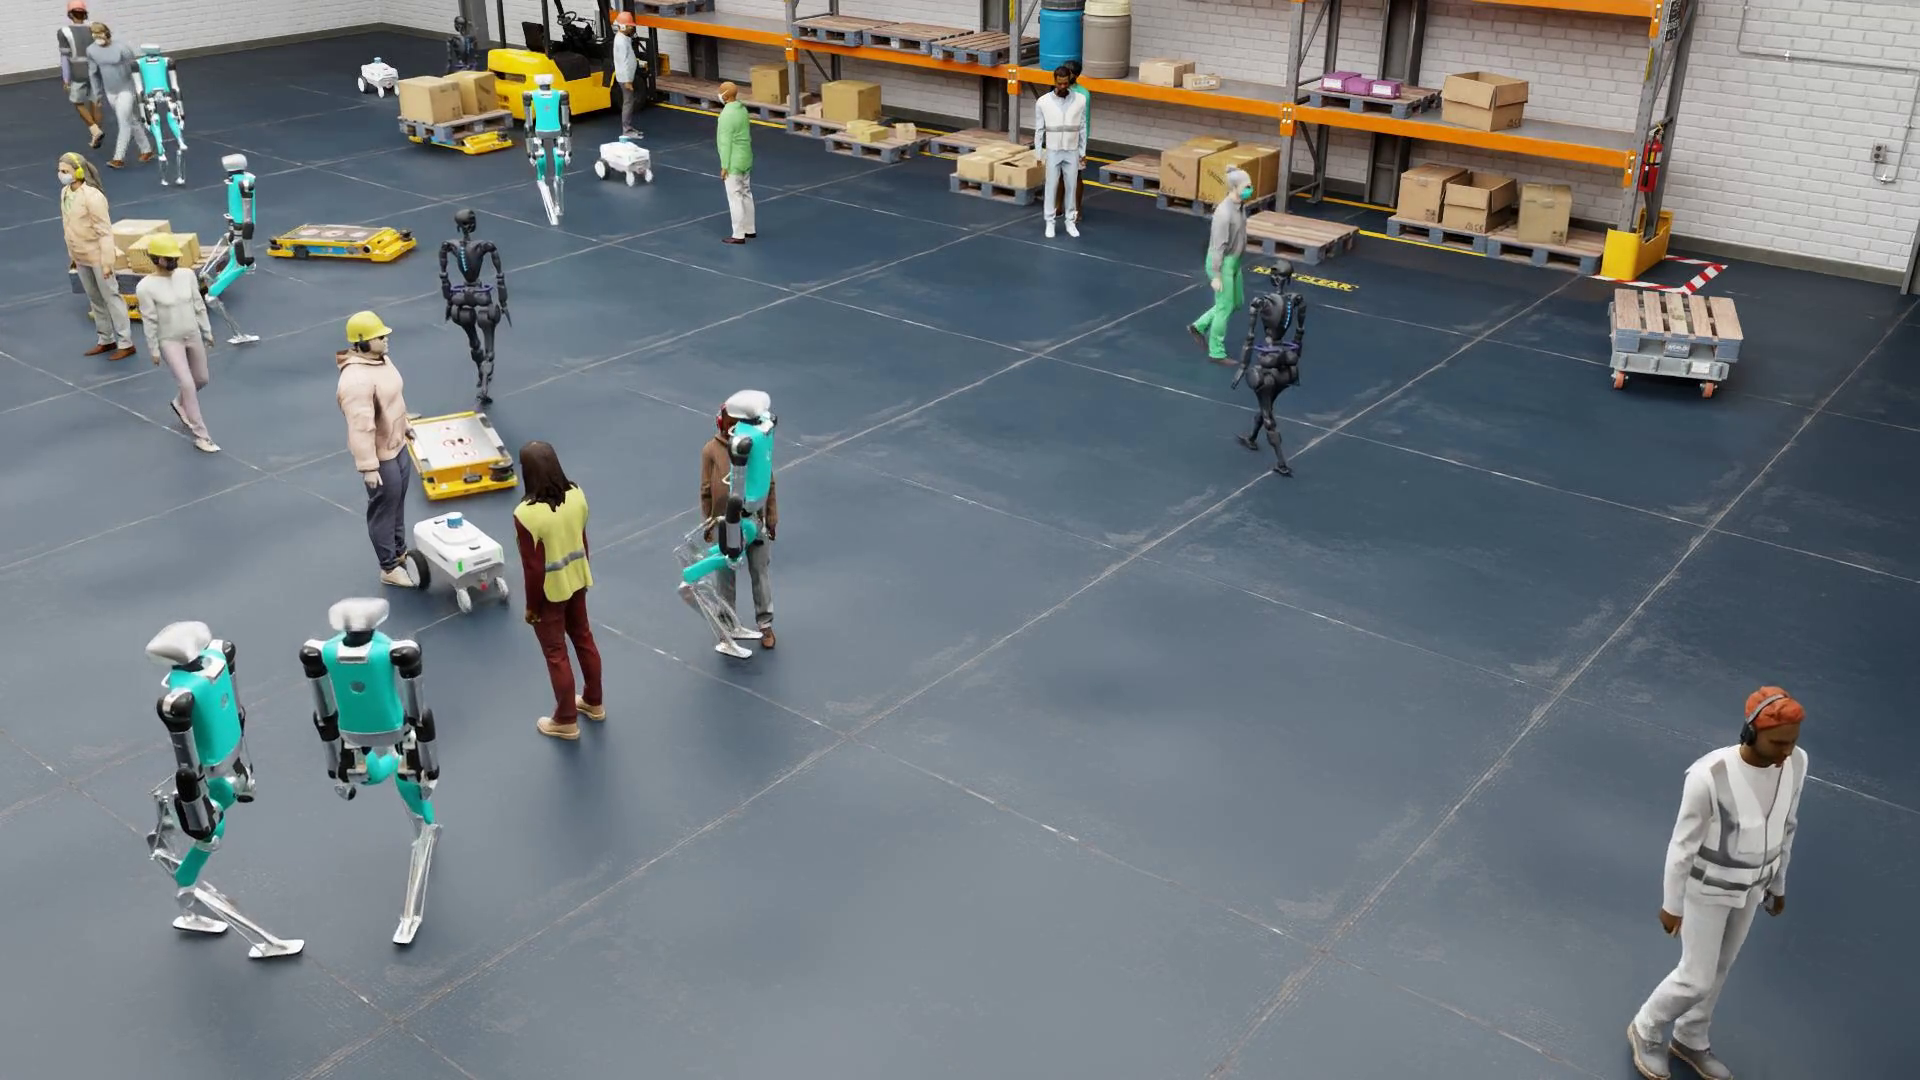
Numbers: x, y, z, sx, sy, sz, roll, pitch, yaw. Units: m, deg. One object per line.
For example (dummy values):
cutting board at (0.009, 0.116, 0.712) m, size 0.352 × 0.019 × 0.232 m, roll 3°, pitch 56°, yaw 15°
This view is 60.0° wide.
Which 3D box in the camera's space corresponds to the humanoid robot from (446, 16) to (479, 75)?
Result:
humanoid robot at (-7.083, -6.598, 23.650) m, size 0.615 × 1.641 × 0.595 m, roll 16°, pitch 30°, yaw 30°

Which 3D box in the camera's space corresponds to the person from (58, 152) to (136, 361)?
person at (-7.829, -2.569, 15.046) m, size 0.553 × 1.877 × 0.414 m, roll 13°, pitch 29°, yaw 25°

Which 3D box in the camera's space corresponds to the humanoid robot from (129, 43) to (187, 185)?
humanoid robot at (-9.934, -5.252, 20.794) m, size 0.536 × 1.768 × 0.878 m, roll -15°, pitch 29°, yaw -28°

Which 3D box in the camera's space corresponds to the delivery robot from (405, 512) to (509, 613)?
delivery robot at (-3.329, 0.108, 11.040) m, size 0.499 × 0.613 × 0.817 m, roll -21°, pitch 33°, yaw -36°

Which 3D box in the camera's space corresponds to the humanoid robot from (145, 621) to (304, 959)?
humanoid robot at (-3.532, 1.165, 7.499) m, size 0.893 × 1.783 × 0.572 m, roll 1°, pitch 26°, yaw 3°

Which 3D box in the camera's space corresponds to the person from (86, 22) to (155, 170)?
person at (-11.044, -5.823, 21.777) m, size 0.638 × 1.866 × 0.990 m, roll 6°, pitch 26°, yaw 12°

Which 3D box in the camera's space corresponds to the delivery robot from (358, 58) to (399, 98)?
delivery robot at (-9.253, -7.382, 26.531) m, size 0.499 × 0.596 × 0.795 m, roll -20°, pitch 32°, yaw -35°

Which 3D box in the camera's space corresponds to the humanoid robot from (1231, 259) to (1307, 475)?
humanoid robot at (2.379, -1.363, 12.842) m, size 0.611 × 1.622 × 0.809 m, roll -13°, pitch 29°, yaw -25°

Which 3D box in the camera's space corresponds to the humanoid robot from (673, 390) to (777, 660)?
humanoid robot at (-1.447, -0.111, 9.962) m, size 0.738 × 1.673 × 0.531 m, roll 6°, pitch 27°, yaw 13°

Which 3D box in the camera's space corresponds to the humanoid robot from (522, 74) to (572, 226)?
humanoid robot at (-4.784, -4.526, 19.352) m, size 0.548 × 1.857 × 0.833 m, roll -8°, pitch 27°, yaw -15°

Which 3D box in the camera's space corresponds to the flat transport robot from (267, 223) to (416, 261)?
flat transport robot at (-6.830, -3.280, 18.363) m, size 1.431 × 0.231 × 0.659 m, roll 4°, pitch 26°, yaw 8°

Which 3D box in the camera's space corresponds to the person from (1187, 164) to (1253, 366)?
person at (2.336, -2.465, 14.874) m, size 0.484 × 1.833 × 0.552 m, roll 11°, pitch 28°, yaw 21°

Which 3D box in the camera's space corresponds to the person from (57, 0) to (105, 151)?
person at (-11.862, -6.305, 22.620) m, size 0.558 × 2.015 × 0.649 m, roll 24°, pitch 34°, yaw 40°

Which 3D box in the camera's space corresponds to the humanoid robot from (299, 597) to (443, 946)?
humanoid robot at (-2.680, 0.961, 7.944) m, size 0.531 × 1.781 × 1.024 m, roll 0°, pitch 26°, yaw 0°

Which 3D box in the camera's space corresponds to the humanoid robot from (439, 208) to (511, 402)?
humanoid robot at (-4.147, -2.003, 14.161) m, size 0.592 × 1.639 × 0.765 m, roll 1°, pitch 26°, yaw 2°

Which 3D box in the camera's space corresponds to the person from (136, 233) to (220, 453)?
person at (-6.214, -1.597, 13.195) m, size 0.736 × 1.742 × 0.530 m, roll 15°, pitch 29°, yaw 28°

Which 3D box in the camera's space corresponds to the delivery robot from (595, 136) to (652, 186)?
delivery robot at (-4.292, -4.882, 21.343) m, size 0.499 × 0.587 × 0.767 m, roll -23°, pitch 34°, yaw -39°

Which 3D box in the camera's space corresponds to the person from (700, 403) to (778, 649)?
person at (-1.346, -0.103, 10.199) m, size 0.464 × 1.648 × 0.325 m, roll -2°, pitch 26°, yaw -4°

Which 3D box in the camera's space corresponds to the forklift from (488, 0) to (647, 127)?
forklift at (-5.874, -7.334, 24.552) m, size 1.214 × 2.155 × 2.313 m, roll 19°, pitch 32°, yaw 34°

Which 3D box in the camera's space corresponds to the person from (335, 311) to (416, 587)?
person at (-3.831, -0.606, 10.984) m, size 0.410 × 1.870 × 0.797 m, roll -1°, pitch 26°, yaw -1°

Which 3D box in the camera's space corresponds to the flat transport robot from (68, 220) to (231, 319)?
flat transport robot at (-8.098, -2.525, 16.800) m, size 0.659 × 0.231 × 1.431 m, roll 2°, pitch 26°, yaw 4°

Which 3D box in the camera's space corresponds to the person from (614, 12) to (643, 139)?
person at (-4.673, -6.540, 23.423) m, size 0.351 × 1.737 × 0.574 m, roll -4°, pitch 26°, yaw -9°

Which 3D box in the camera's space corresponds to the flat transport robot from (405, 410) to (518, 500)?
flat transport robot at (-3.944, -0.693, 13.006) m, size 0.659 × 0.231 × 1.431 m, roll -12°, pitch 28°, yaw -23°

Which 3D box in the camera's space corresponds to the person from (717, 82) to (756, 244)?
person at (-2.500, -4.202, 18.549) m, size 0.390 × 1.778 × 0.534 m, roll 7°, pitch 27°, yaw 15°

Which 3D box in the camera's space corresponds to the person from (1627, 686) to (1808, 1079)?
person at (3.121, 1.424, 6.776) m, size 0.587 × 1.877 × 0.380 m, roll -11°, pitch 28°, yaw -21°

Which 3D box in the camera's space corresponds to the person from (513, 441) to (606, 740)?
person at (-2.227, 0.285, 9.255) m, size 0.360 × 1.767 × 0.476 m, roll 15°, pitch 29°, yaw 28°

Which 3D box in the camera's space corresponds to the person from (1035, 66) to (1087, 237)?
person at (1.133, -4.376, 18.756) m, size 0.597 × 1.907 × 0.413 m, roll -5°, pitch 26°, yaw -11°

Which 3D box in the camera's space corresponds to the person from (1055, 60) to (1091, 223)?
person at (1.274, -4.648, 19.381) m, size 0.494 × 1.850 × 0.397 m, roll 14°, pitch 29°, yaw 27°

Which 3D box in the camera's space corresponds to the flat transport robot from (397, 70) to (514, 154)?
flat transport robot at (-6.990, -5.621, 23.211) m, size 1.431 × 0.231 × 0.659 m, roll 18°, pitch 31°, yaw 33°

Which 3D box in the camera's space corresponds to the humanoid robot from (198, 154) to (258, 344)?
humanoid robot at (-6.768, -2.626, 15.305) m, size 0.765 × 1.755 × 0.537 m, roll -16°, pitch 30°, yaw -30°
